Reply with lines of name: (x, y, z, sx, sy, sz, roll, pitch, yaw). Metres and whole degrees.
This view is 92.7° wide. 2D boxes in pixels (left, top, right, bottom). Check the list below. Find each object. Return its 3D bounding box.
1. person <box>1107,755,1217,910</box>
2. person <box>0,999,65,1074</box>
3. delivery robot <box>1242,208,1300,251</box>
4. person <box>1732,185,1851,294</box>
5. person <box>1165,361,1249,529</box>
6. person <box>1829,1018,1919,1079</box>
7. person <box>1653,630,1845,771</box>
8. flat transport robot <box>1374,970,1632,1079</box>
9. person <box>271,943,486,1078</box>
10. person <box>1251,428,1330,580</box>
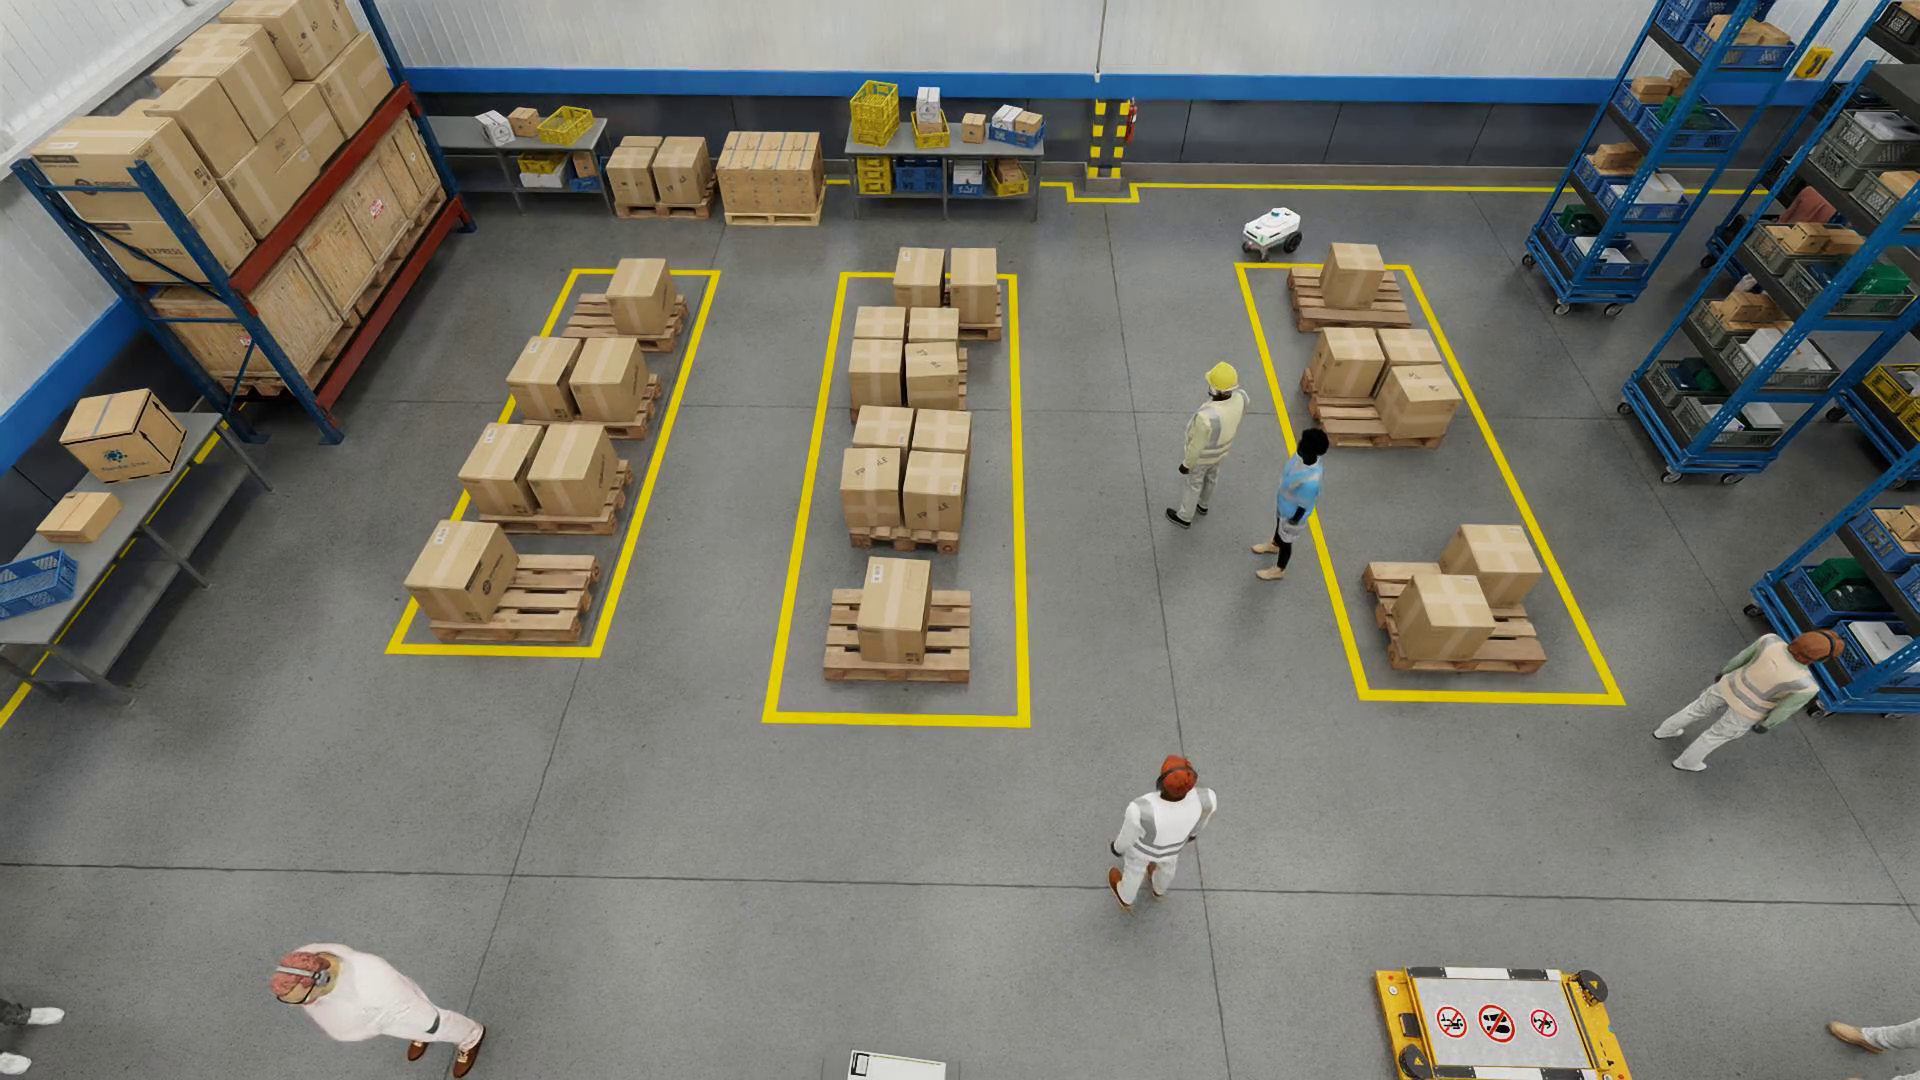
person: (1.260, 1.906, 5.880, 0.584, 1.883, 0.337, -10, 51, -8)
person: (-6.123, 2.696, 5.226, 0.410, 1.906, 0.600, 2, 51, 2)
delivery robot: (3.867, -3.879, 11.390, 0.707, 0.478, 0.477, -28, 56, -21)
person: (9.069, -3.172, 9.959, 0.413, 1.984, 0.624, -20, 54, -15)
person: (2.182, -0.825, 8.142, 0.599, 1.827, 0.404, -32, 58, -23)
person: (5.810, 2.810, 5.172, 0.429, 1.844, 0.627, 13, 52, 10)
person: (5.687, 1.155, 6.655, 0.313, 1.632, 0.521, -5, 51, -4)
flat transport robot: (3.501, 3.133, 5.914, 1.431, 0.197, 0.652, 1, 51, 1)
person: (-3.306, 2.691, 5.237, 0.648, 1.900, 0.400, 12, 52, 10)
person: (2.830, -0.308, 7.810, 0.320, 1.691, 0.540, 5, 51, 4)
